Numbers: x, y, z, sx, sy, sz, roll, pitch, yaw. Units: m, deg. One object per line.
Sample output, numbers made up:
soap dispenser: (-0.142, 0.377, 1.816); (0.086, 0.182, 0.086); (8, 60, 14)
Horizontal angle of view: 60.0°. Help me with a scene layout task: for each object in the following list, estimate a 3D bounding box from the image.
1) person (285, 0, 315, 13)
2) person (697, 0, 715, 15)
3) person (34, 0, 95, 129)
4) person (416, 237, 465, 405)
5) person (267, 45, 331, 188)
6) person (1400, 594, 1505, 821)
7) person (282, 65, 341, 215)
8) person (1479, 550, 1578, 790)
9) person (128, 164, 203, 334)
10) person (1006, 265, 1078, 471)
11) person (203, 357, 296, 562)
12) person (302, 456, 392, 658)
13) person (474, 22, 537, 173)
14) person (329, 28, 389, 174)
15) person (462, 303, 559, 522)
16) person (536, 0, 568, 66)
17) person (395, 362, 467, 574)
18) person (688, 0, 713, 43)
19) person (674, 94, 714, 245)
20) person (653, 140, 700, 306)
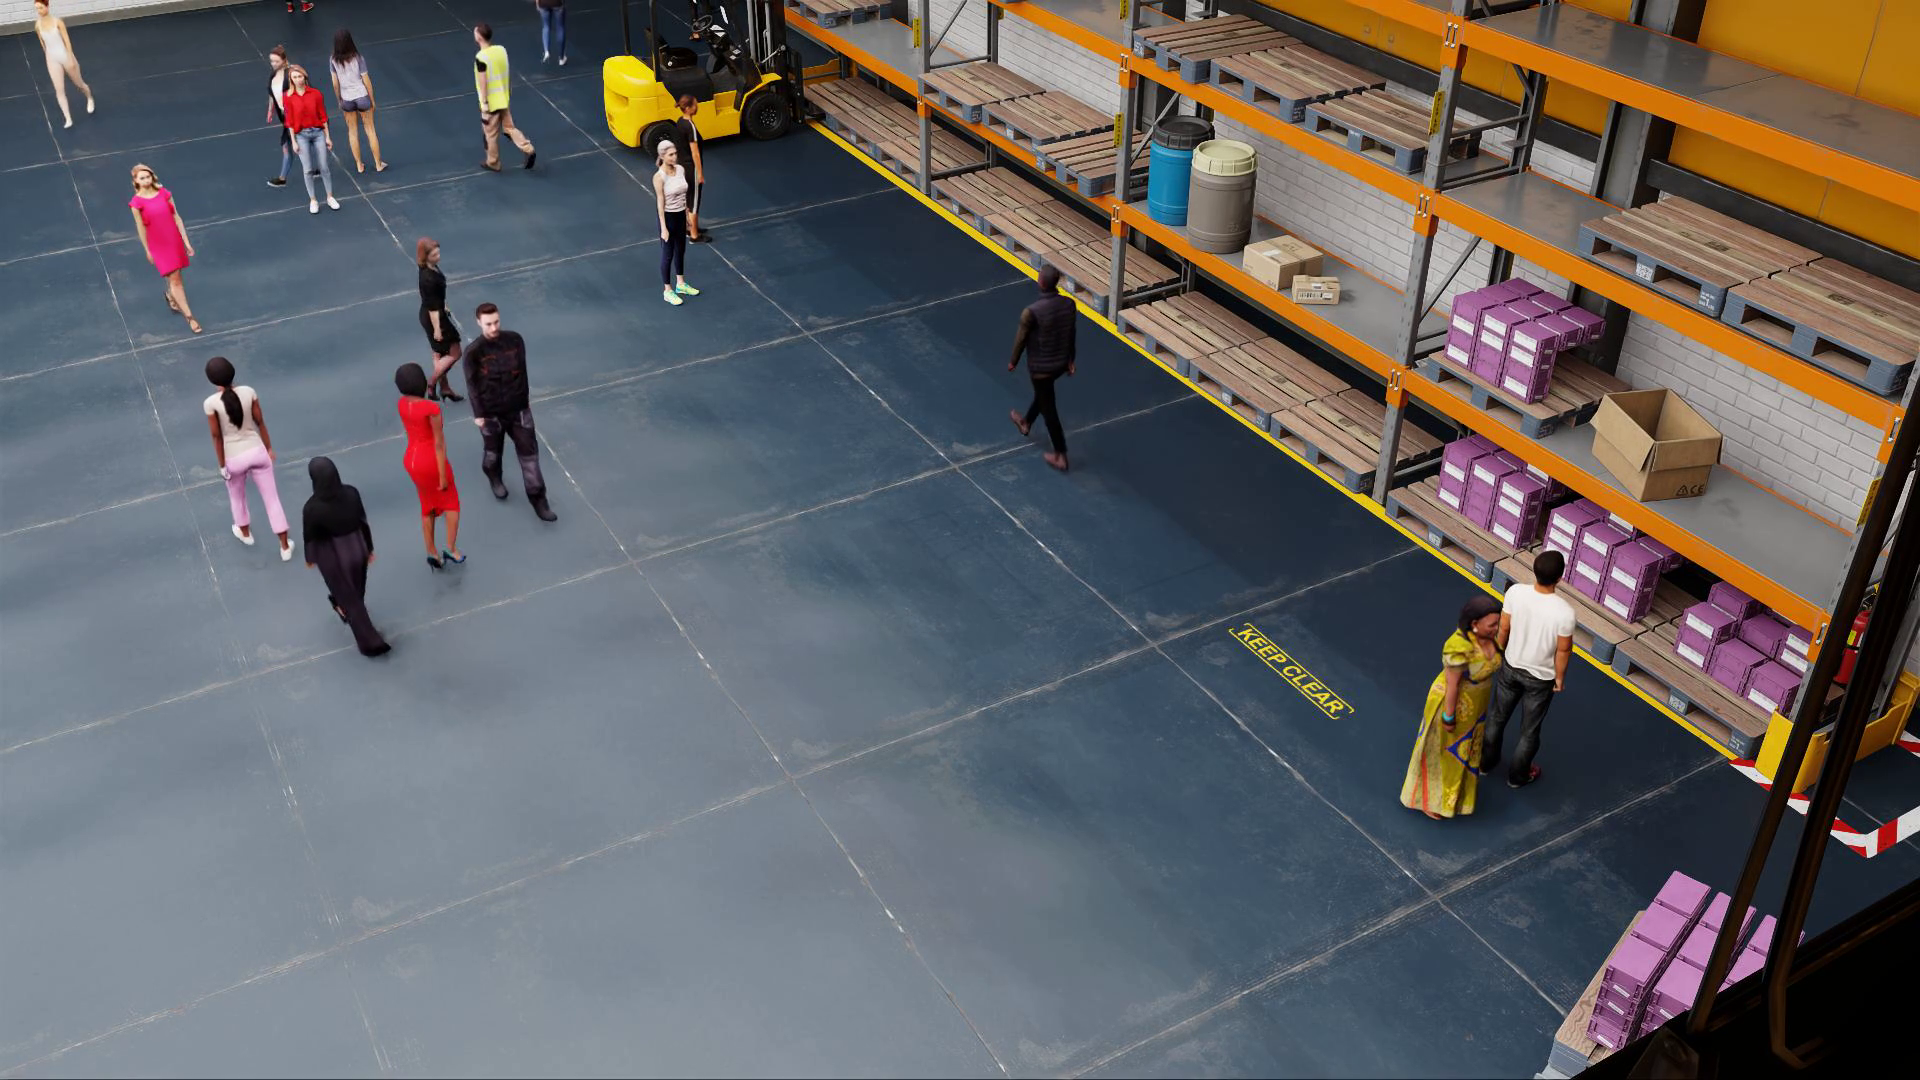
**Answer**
person: (-10.460, -9.113, 25.808); (0.716, 1.758, 0.717); (-3, 34, -4)
person: (-3.974, -8.863, 25.845); (0.644, 1.300, 0.541); (-23, 40, -31)
person: (-11.644, -6.245, 21.627); (0.785, 1.611, 1.091); (-6, 34, -9)
person: (-4.836, -1.948, 15.094); (0.681, 1.686, 0.597); (-17, 37, -24)
person: (-7.849, -5.054, 19.807); (0.887, 1.641, 1.071); (-28, 43, -36)
person: (3.193, 1.034, 10.632); (0.916, 1.659, 0.954); (25, 41, 32)
person: (-7.459, -4.618, 19.094); (0.621, 1.704, 0.507); (-16, 37, -22)
person: (3.688, 0.831, 10.806); (0.587, 1.805, 0.758); (26, 42, 34)
person: (-7.951, -2.949, 16.597); (1.095, 1.690, 0.809); (25, 41, 32)
person: (0.795, -1.430, 14.222); (0.816, 1.789, 1.171); (-24, 41, -32)
person: (-5.583, -0.604, 13.044); (0.706, 1.717, 0.939); (-23, 40, -30)
person: (-4.424, 0.139, 12.024); (1.102, 1.610, 0.844); (23, 40, 31)
person: (-5.531, -5.283, 19.984); (1.168, 1.826, 1.023); (15, 37, 22)
person: (-7.315, -5.317, 20.120); (0.649, 1.733, 0.620); (-4, 34, -6)
person: (-3.785, -1.091, 13.638); (0.741, 1.870, 1.217); (-20, 39, -28)
person: (-5.788, -7.539, 23.481); (0.731, 1.712, 0.804); (0, 34, 0)
person: (-4.150, -0.512, 12.907); (0.752, 1.716, 0.813); (19, 38, 26)
person: (-3.886, -8.231, 24.532); (0.610, 1.702, 0.547); (-19, 38, -27)
person: (-2.980, -4.101, 18.350); (0.650, 1.668, 0.473); (-15, 37, -22)
person: (-2.955, -3.287, 17.093); (0.693, 1.703, 0.688); (18, 38, 25)
